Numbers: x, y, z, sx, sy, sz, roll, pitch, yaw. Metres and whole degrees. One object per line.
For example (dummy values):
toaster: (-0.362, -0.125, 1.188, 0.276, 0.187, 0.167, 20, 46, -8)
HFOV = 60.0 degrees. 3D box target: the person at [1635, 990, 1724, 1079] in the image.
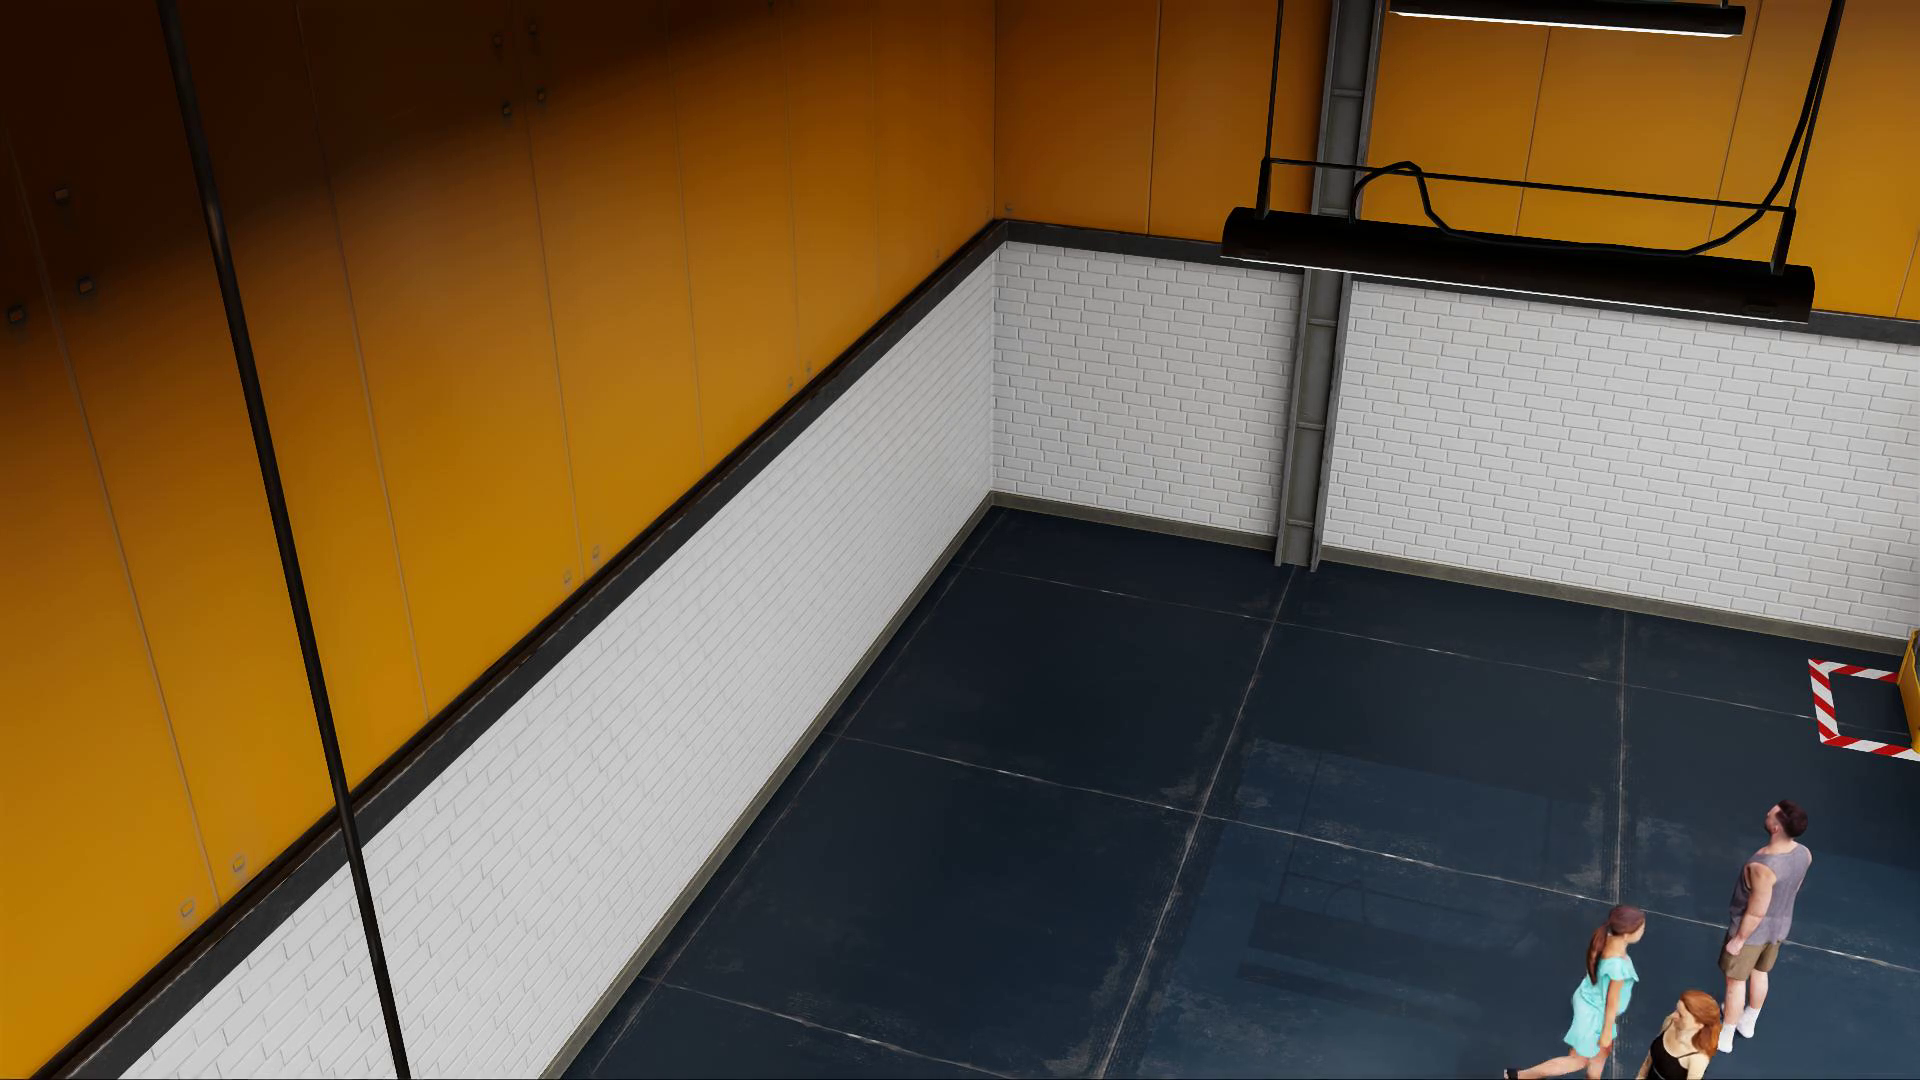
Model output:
person: (3.963, 3.098, 9.145, 0.924, 1.608, 0.738, 0, 29, 0)

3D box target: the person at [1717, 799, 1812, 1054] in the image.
person: (4.916, 2.365, 10.226, 0.720, 1.846, 0.770, -16, 32, -27)

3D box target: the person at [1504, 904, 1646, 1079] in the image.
person: (3.678, 2.781, 9.796, 1.012, 1.541, 0.675, 3, 29, 6)
